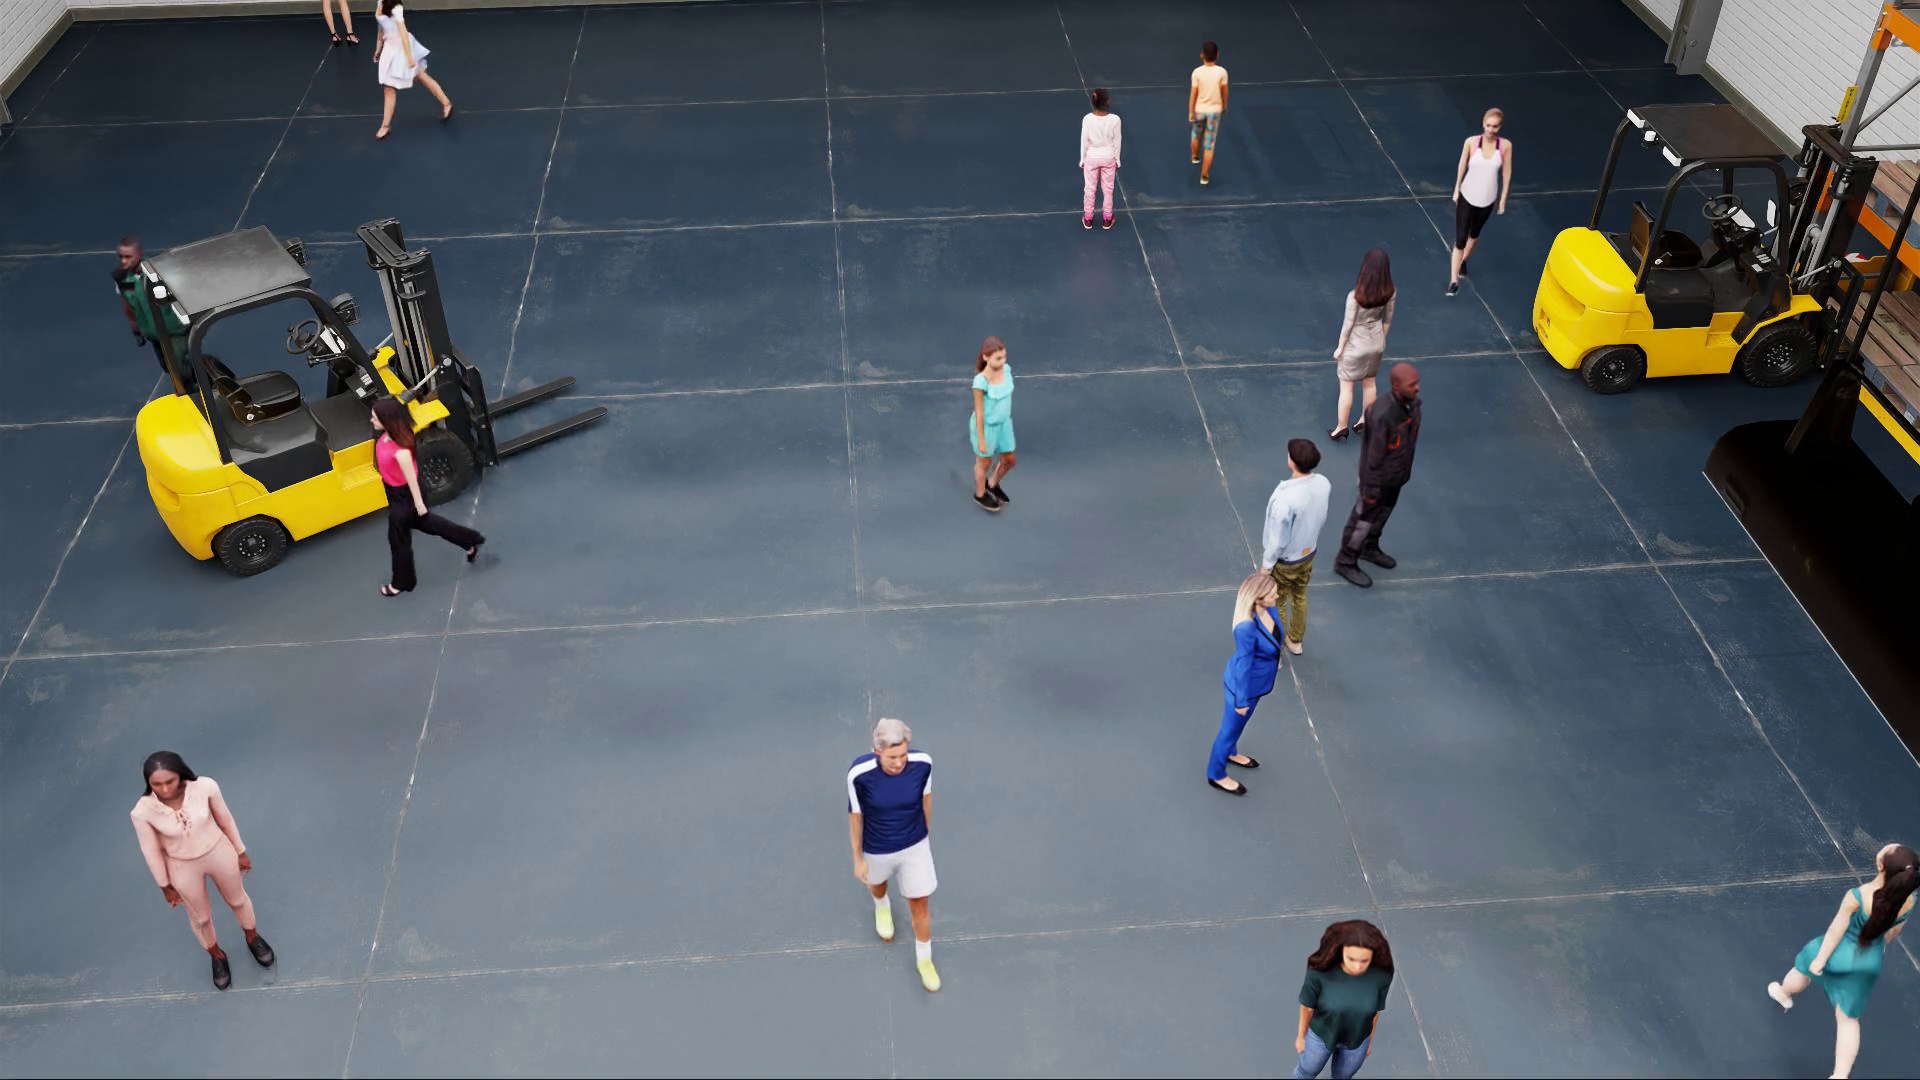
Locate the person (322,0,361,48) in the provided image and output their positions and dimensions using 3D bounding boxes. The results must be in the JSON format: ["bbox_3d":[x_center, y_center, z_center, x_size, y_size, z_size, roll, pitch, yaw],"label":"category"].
[{"bbox_3d":[-7.539,-6.794,19.800,0.585,1.829,0.508,-1,39,-1],"label":"person"}]

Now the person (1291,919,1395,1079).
[{"bbox_3d":[1.896,2.469,8.371,0.631,1.617,0.633,2,39,3],"label":"person"}]

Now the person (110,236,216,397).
[{"bbox_3d":[-6.377,-1.720,13.474,0.827,1.796,1.106,5,39,6],"label":"person"}]

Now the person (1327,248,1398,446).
[{"bbox_3d":[3.216,-1.539,13.287,0.638,1.746,0.588,-12,40,-14],"label":"person"}]

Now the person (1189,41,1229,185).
[{"bbox_3d":[2.535,-4.350,17.058,0.687,1.431,0.973,7,39,8],"label":"person"}]

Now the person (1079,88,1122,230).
[{"bbox_3d":[1.374,-3.748,16.293,0.587,1.447,0.541,3,39,4],"label":"person"}]

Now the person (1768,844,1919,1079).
[{"bbox_3d":[4.645,2.243,8.632,0.656,1.645,1.072,1,39,1],"label":"person"}]

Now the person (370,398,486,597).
[{"bbox_3d":[-3.868,-0.334,11.869,0.845,1.633,1.037,-15,41,-18],"label":"person"}]

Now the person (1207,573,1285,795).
[{"bbox_3d":[1.756,0.874,10.304,0.768,1.698,0.657,17,42,20],"label":"person"}]

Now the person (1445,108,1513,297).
[{"bbox_3d":[4.777,-3.164,15.321,0.897,1.746,1.181,10,40,12],"label":"person"}]

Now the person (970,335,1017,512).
[{"bbox_3d":[0.189,-0.909,12.654,0.656,1.550,0.703,-27,46,-30],"label":"person"}]

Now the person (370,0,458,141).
[{"bbox_3d":[-5.911,-5.200,17.861,1.111,1.758,1.255,-24,44,-27],"label":"person"}]

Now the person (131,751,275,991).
[{"bbox_3d":[-4.166,1.784,9.148,0.697,1.719,0.700,-25,45,-28],"label":"person"}]

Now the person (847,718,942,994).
[{"bbox_3d":[-0.408,1.602,9.302,0.708,1.811,1.009,-7,39,-9],"label":"person"}]

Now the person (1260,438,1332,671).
[{"bbox_3d":[2.227,0.095,11.190,0.762,1.809,0.779,-28,47,-31],"label":"person"}]

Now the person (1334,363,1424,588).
[{"bbox_3d":[3.014,-0.505,11.935,0.832,1.817,0.777,29,47,31],"label":"person"}]
